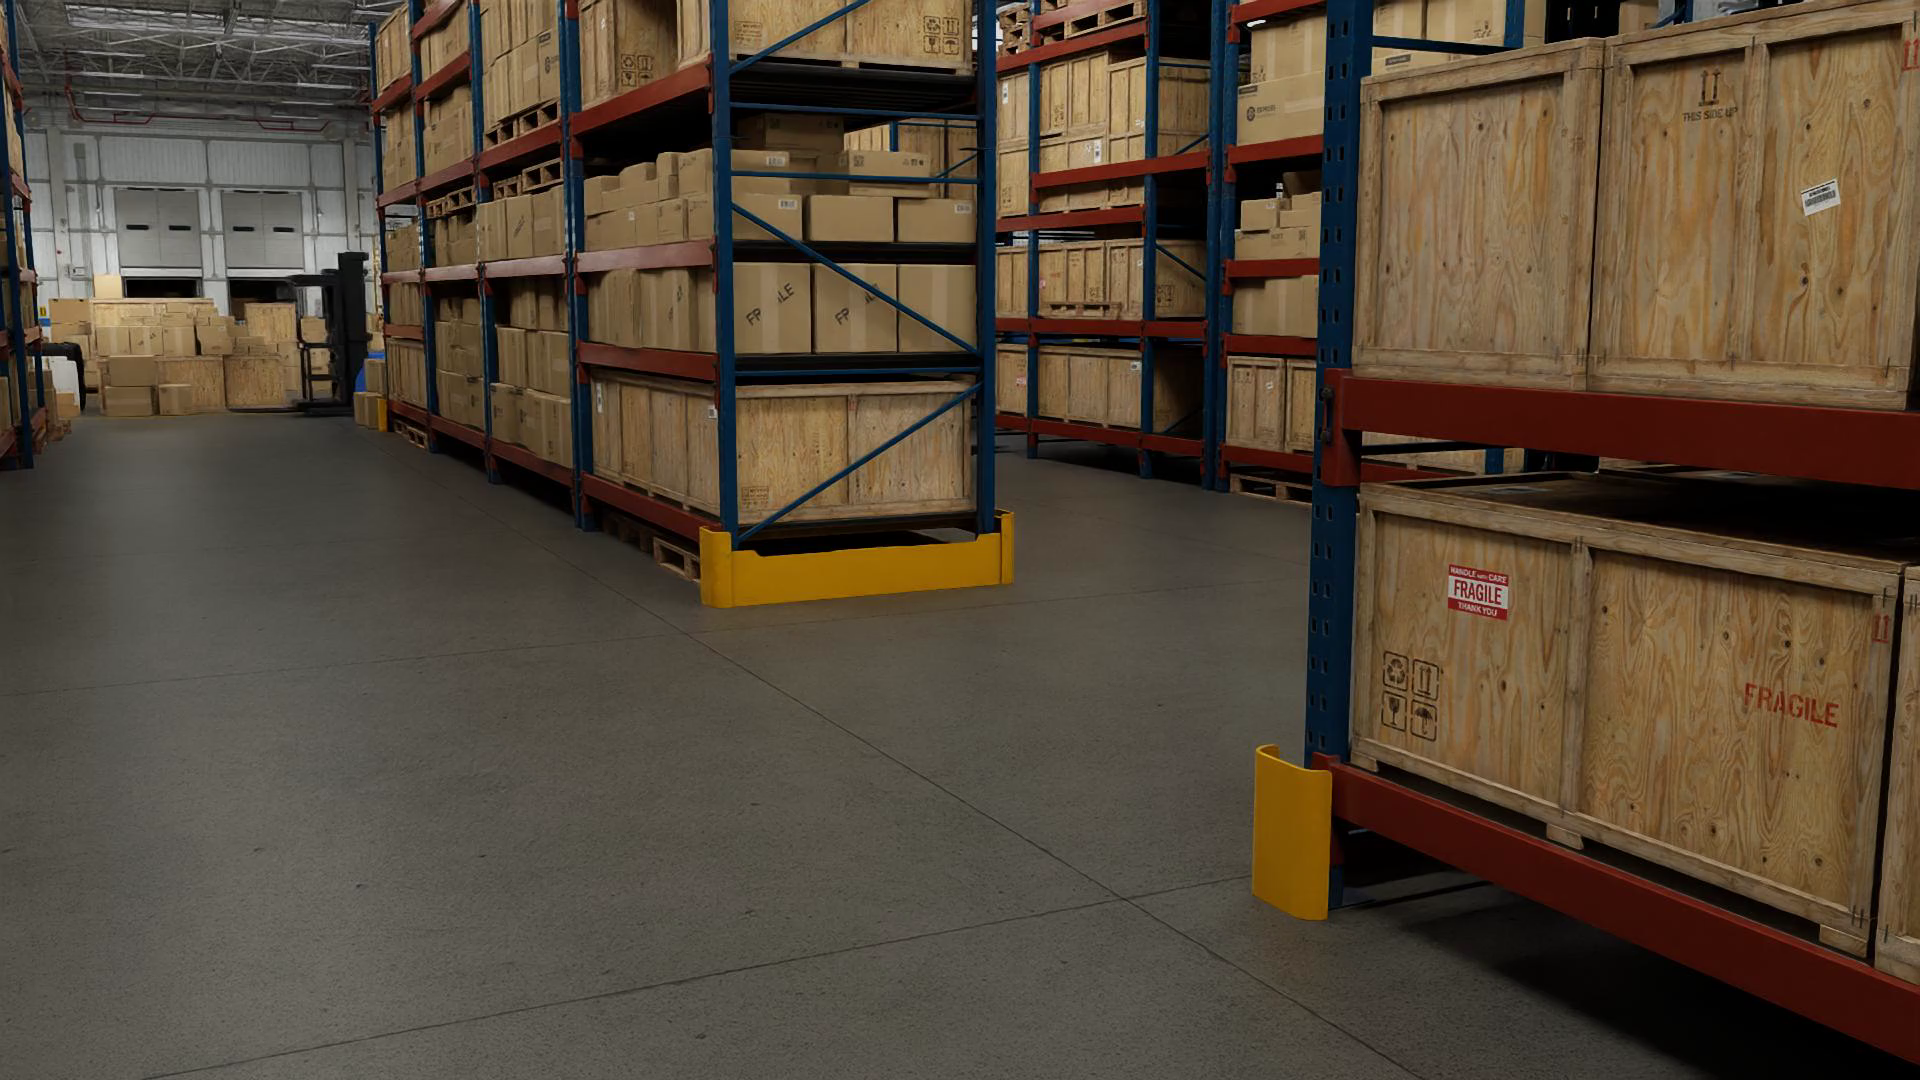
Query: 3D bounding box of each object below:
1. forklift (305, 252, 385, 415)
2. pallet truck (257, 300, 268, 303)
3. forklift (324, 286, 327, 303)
[{"bbox_3d":[-10.541,-3.613,29.002,1.873,2.768,1.129,-4,9,-27],"label":"forklift"},{"bbox_3d":[-23.913,-7.404,58.171,1.885,1.965,0.823,-1,8,-9],"label":"pallet truck"},{"bbox_3d":[-16.624,-5.900,44.776,1.129,2.768,1.873,-5,9,-29],"label":"forklift"}]
